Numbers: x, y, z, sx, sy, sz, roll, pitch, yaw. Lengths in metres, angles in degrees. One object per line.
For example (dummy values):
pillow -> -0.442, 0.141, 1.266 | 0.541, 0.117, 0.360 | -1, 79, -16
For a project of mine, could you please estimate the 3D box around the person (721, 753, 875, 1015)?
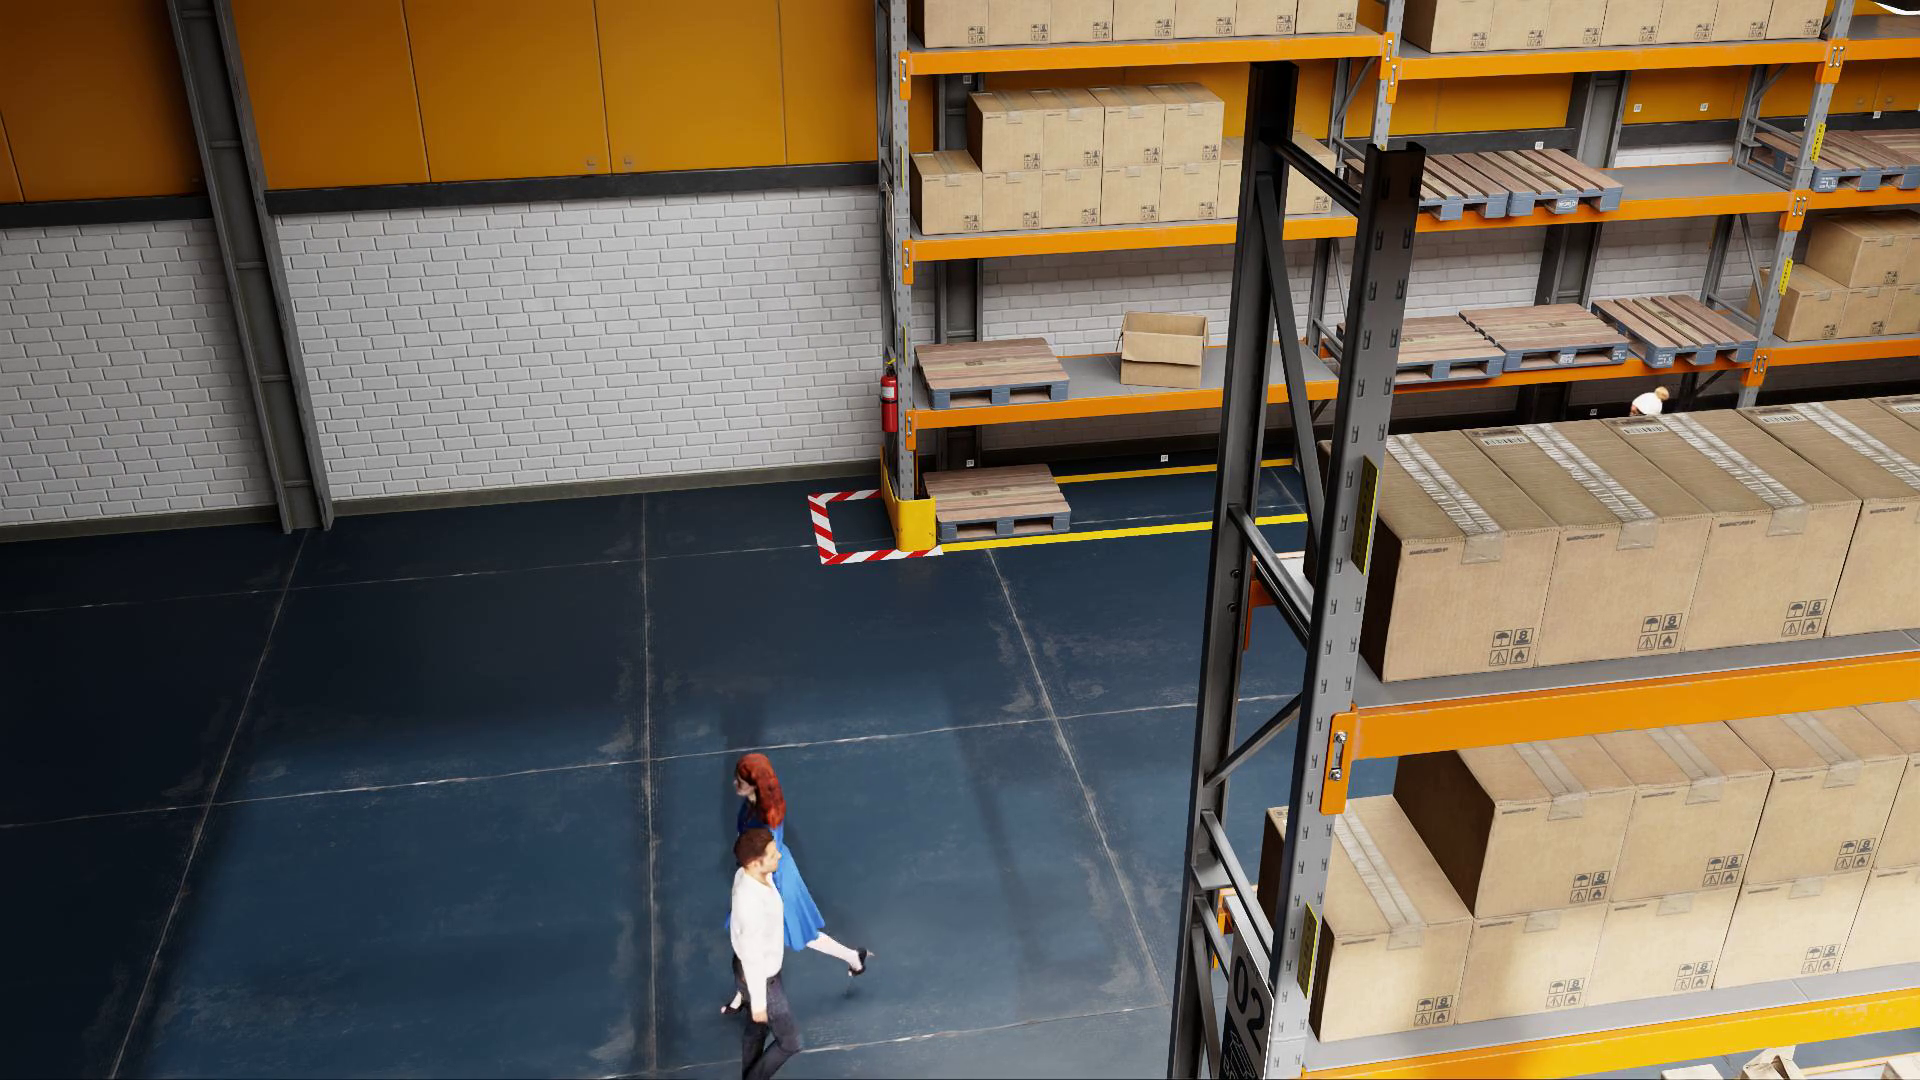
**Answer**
person -> -0.957, 1.960, 9.402 | 1.185, 1.791, 0.724 | -9, 30, -16

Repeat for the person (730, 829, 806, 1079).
person -> -1.132, 2.296, 8.713 | 0.606, 1.861, 0.683 | -4, 29, -7
